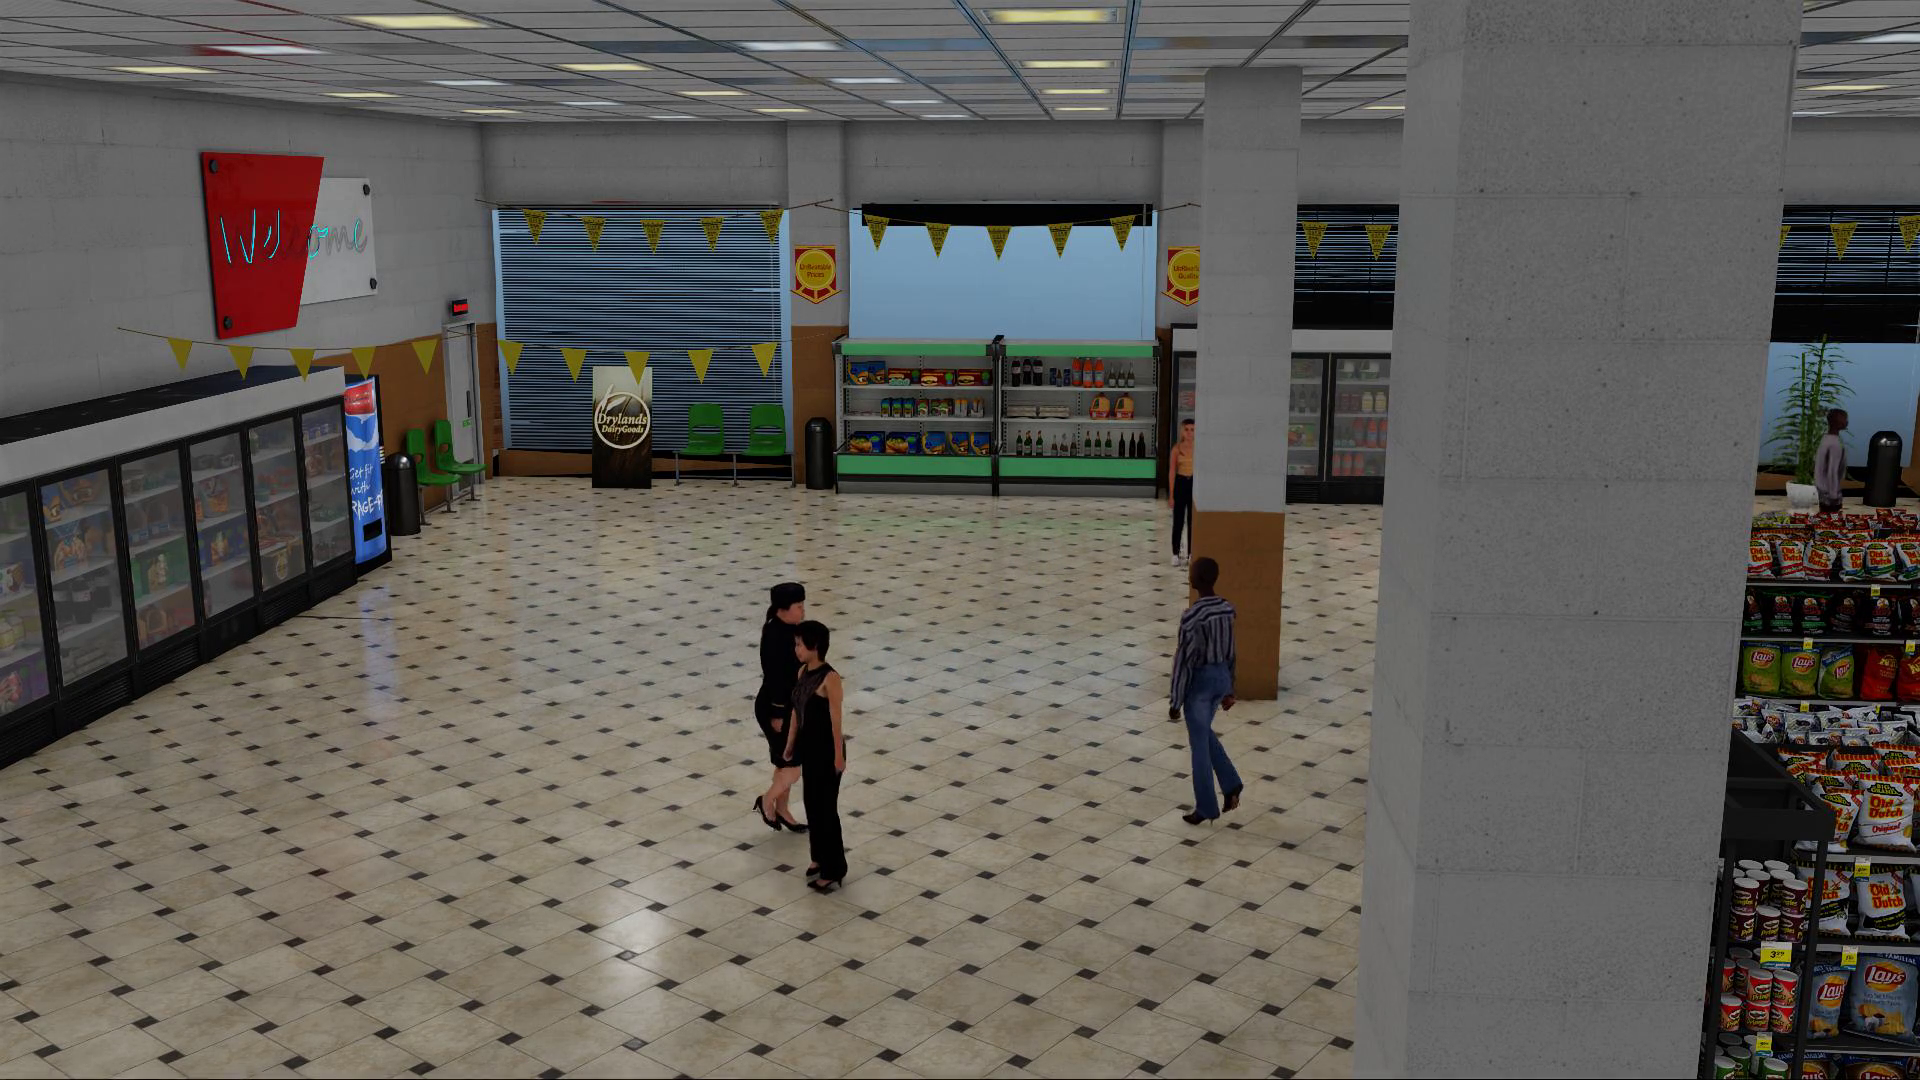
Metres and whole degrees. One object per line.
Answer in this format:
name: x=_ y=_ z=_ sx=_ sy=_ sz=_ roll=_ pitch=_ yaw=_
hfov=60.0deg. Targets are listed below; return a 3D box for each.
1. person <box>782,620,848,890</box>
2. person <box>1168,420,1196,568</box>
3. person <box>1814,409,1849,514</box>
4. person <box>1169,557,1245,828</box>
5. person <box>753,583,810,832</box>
person: x=-0.808 y=1.255 z=9.975 sx=0.765 sy=1.585 sz=0.740 roll=-10 pitch=16 yaw=-41
person: x=2.497 y=-0.513 z=18.307 sx=0.515 sy=1.612 sz=0.665 roll=-1 pitch=12 yaw=-3
person: x=9.377 y=-0.555 z=18.146 sx=0.922 sy=1.761 sz=0.691 roll=3 pitch=12 yaw=13
person: x=1.652 y=1.007 z=10.670 sx=0.845 sy=1.785 sz=0.795 roll=11 pitch=16 yaw=42
person: x=-1.187 y=1.089 z=10.595 sx=0.678 sy=1.654 sz=0.715 roll=0 pitch=12 yaw=0
